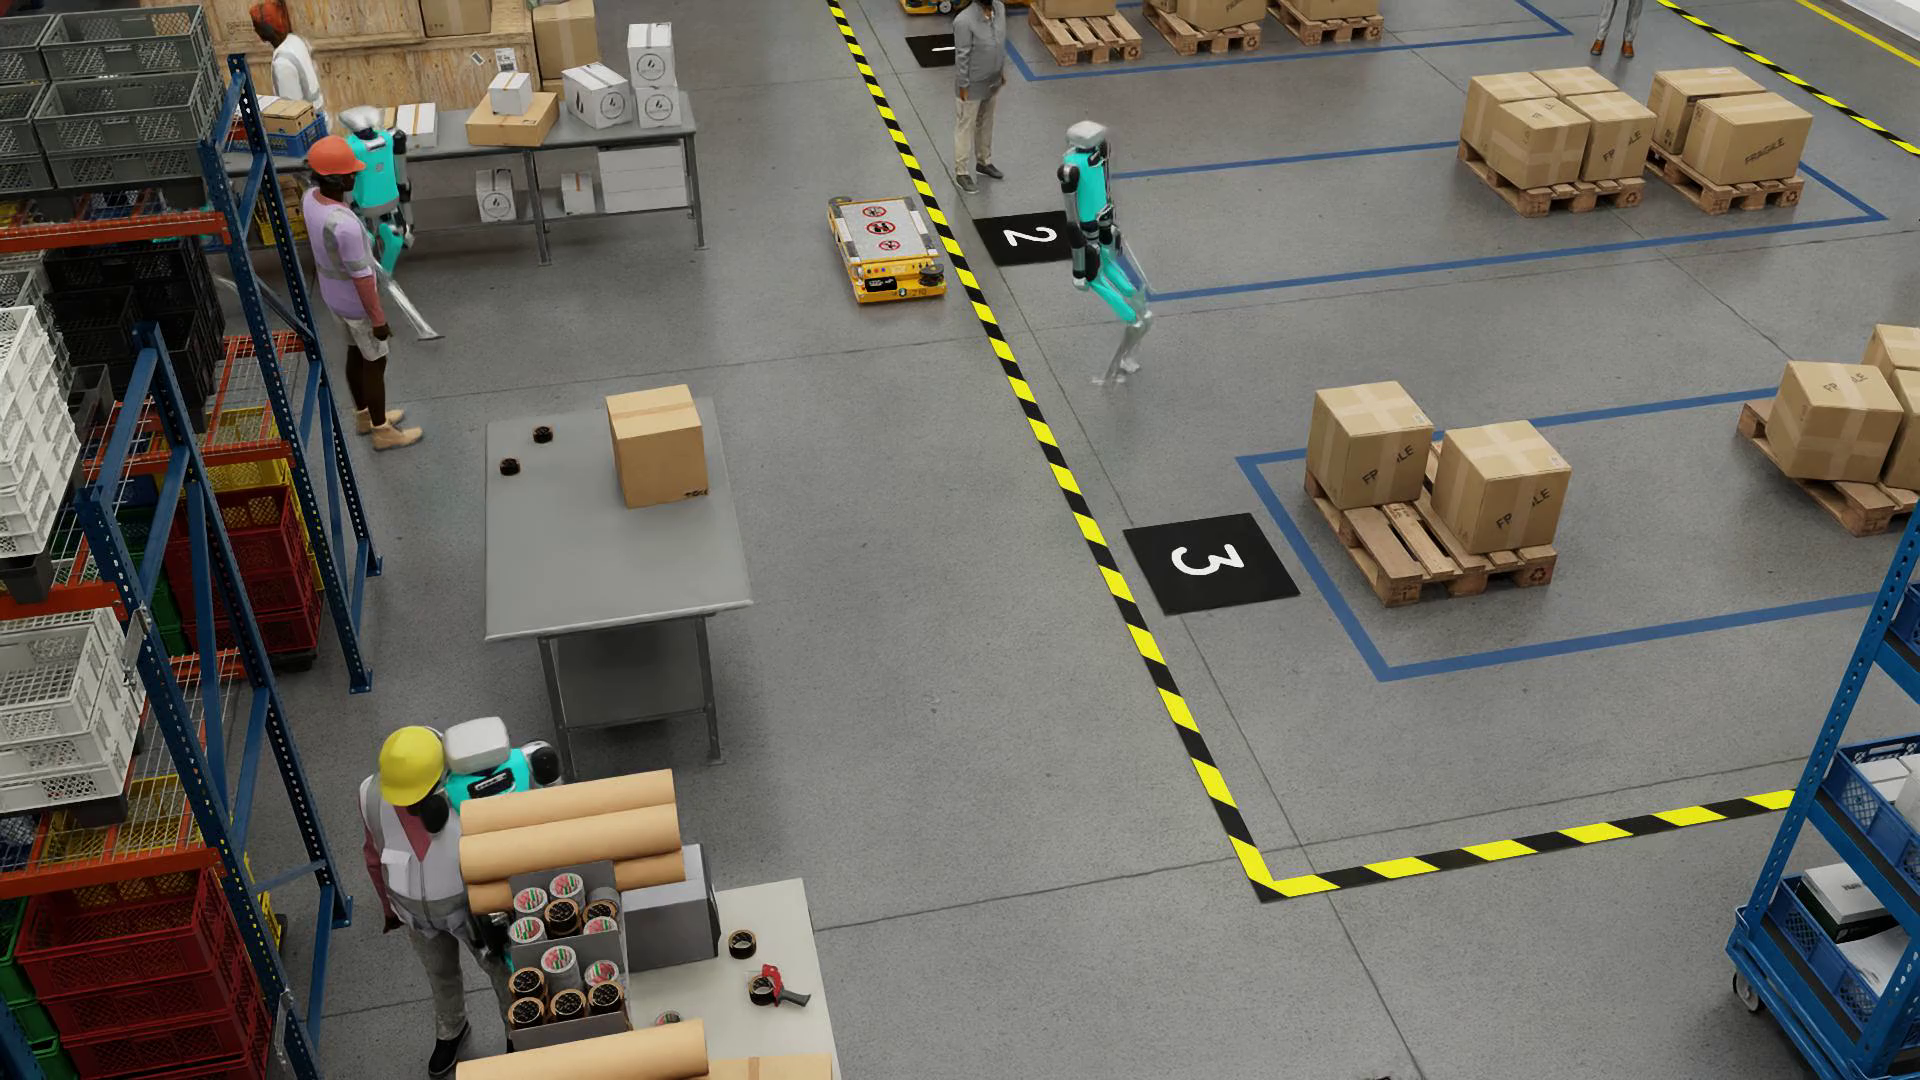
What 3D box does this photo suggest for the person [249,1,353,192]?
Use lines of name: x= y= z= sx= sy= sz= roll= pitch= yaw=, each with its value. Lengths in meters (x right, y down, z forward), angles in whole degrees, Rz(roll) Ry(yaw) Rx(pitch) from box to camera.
person: x=-4.837 y=-3.099 z=12.381 sx=0.754 sy=1.857 sz=0.581 roll=-4 pitch=37 yaw=-6

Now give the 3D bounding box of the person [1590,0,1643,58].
person: x=6.335 y=-5.480 z=15.567 sx=0.587 sy=1.885 sz=0.361 roll=10 pitch=38 yaw=13

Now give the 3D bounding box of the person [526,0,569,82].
person: x=-3.468 y=-4.577 z=14.309 sx=0.411 sy=1.939 sz=0.602 roll=22 pitch=42 yaw=27

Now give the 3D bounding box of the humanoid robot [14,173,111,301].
humanoid robot: x=-5.709 y=-1.727 z=10.686 sx=0.338 sy=1.647 sz=0.615 roll=13 pitch=39 yaw=17

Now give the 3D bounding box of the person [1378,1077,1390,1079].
person: x=1.334 y=2.291 z=5.086 sx=0.678 sy=1.937 sz=0.375 roll=-15 pitch=39 yaw=-19

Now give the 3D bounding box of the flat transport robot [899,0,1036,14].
flat transport robot: x=0.086 y=-5.687 z=17.174 sx=1.431 sy=0.197 sz=0.652 roll=-8 pitch=37 yaw=-11

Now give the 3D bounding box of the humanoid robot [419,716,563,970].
humanoid robot: x=-1.553 y=1.552 z=6.272 sx=0.567 sy=1.797 sz=0.856 roll=-20 pitch=41 yaw=-25

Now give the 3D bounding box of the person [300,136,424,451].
person: x=-3.629 y=-1.470 z=10.061 sx=0.405 sy=2.031 sz=0.608 roll=-27 pitch=44 yaw=-31

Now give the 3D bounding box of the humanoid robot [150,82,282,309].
humanoid robot: x=-5.344 y=-2.243 z=11.348 sx=1.014 sy=1.740 sz=0.533 roll=-6 pitch=37 yaw=-8

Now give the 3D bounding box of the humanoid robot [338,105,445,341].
humanoid robot: x=-3.963 y=-2.099 z=11.135 sx=0.974 sy=1.733 sz=0.548 roll=27 pitch=44 yaw=31

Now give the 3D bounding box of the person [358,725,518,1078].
person: x=-1.951 y=1.395 z=6.377 sx=0.587 sy=1.822 sz=0.403 roll=1 pitch=37 yaw=2

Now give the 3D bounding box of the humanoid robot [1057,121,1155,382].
humanoid robot: x=1.017 y=-1.799 z=10.737 sx=0.786 sy=1.755 sz=0.564 roll=18 pitch=40 yaw=22

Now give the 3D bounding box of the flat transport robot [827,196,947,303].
flat transport robot: x=-0.570 y=-2.220 z=12.538 sx=0.659 sy=0.231 sz=1.431 roll=-8 pitch=37 yaw=-10

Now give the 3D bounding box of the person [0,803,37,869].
person: x=-4.387 y=0.842 z=7.140 sx=0.495 sy=1.807 sz=0.644 roll=12 pitch=38 yaw=16

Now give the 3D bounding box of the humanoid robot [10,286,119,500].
humanoid robot: x=-5.096 y=-0.874 z=9.545 sx=0.601 sy=1.640 sz=0.445 roll=12 pitch=38 yaw=15

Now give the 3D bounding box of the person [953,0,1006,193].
person: x=0.163 y=-3.672 z=13.236 sx=0.407 sy=1.760 sz=0.564 roll=27 pitch=44 yaw=31
